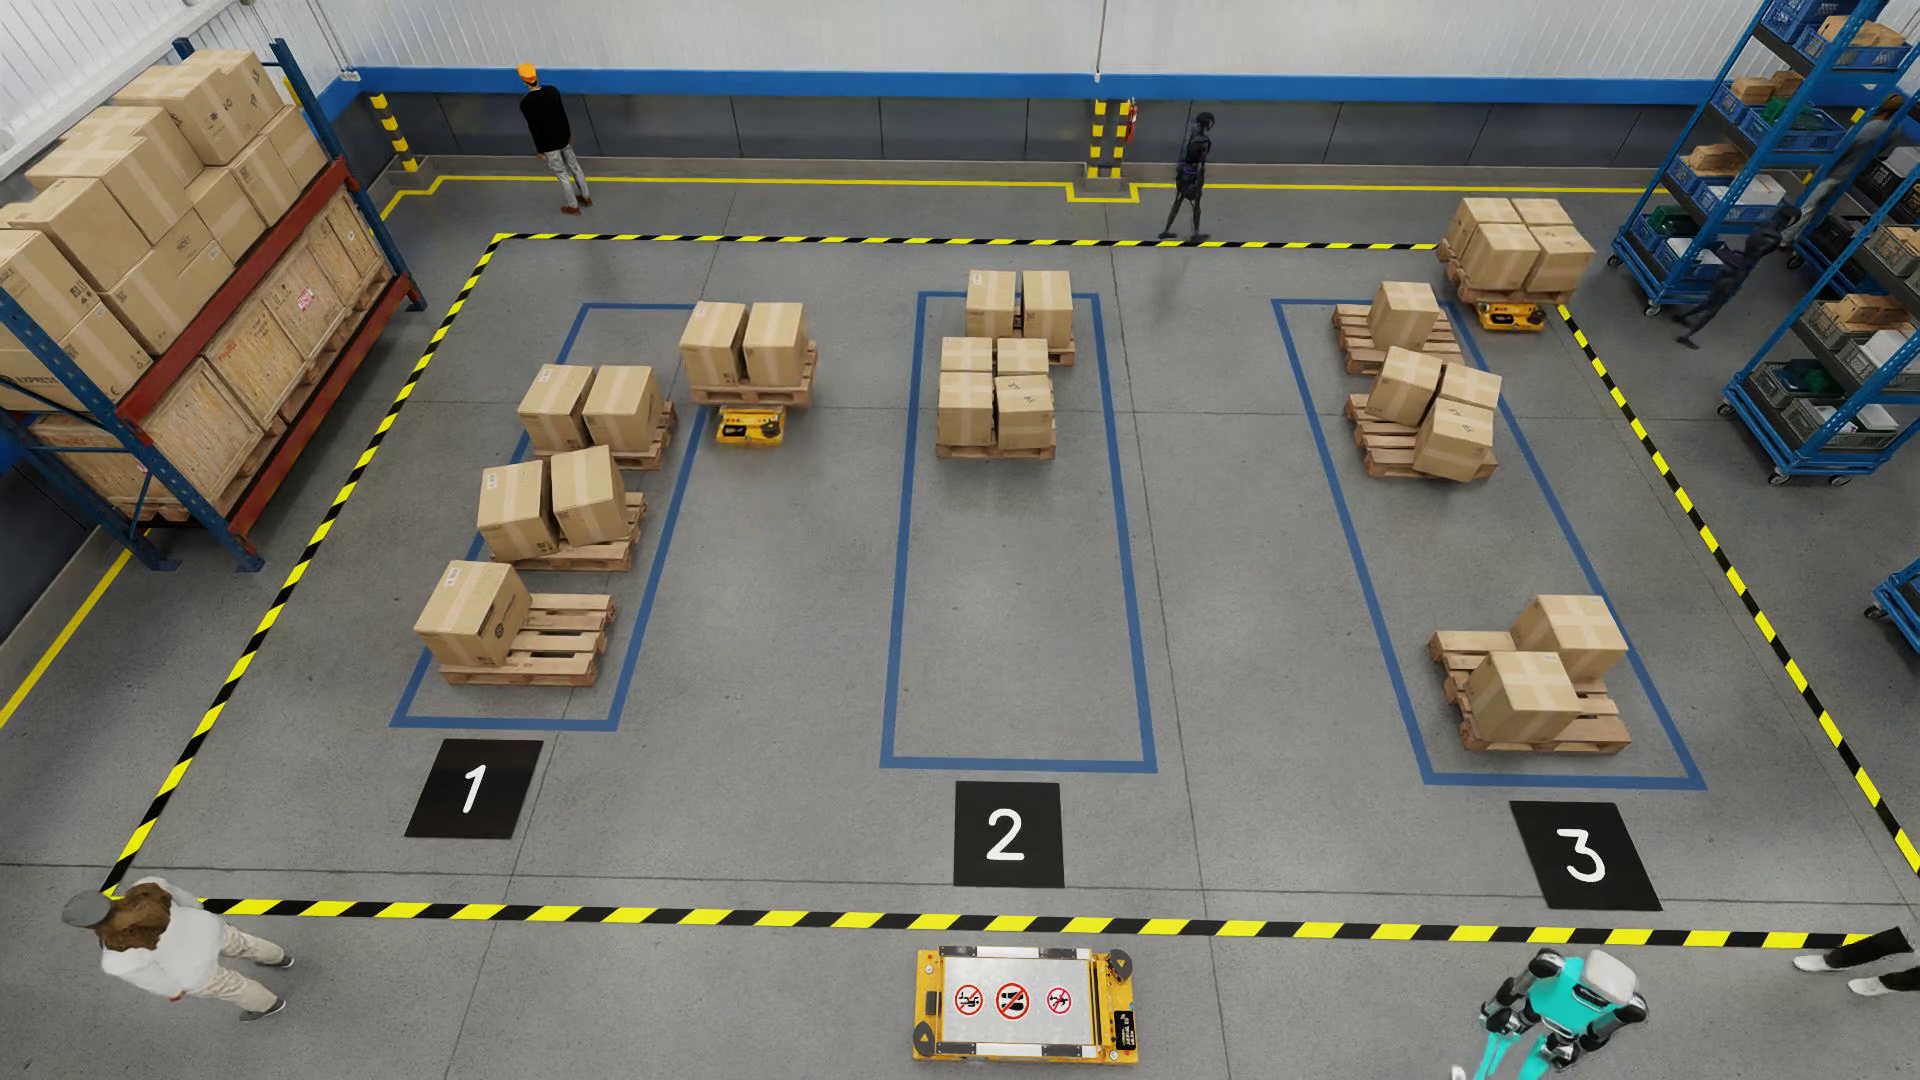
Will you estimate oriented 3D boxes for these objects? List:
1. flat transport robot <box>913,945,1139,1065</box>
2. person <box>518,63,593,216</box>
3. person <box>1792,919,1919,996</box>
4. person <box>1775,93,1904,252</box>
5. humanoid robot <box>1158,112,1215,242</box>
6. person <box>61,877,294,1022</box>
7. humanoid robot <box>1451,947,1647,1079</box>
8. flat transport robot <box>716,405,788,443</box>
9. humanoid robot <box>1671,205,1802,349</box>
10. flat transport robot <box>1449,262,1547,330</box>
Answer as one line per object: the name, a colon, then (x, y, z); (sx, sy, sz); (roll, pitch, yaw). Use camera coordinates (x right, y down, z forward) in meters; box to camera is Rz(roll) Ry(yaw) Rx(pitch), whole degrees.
flat transport robot: (0.422, 3.041, 6.007); (1.431, 0.231, 0.659); (1, 51, 1)
person: (-5.120, -5.013, 11.535); (0.394, 1.879, 0.585); (23, 55, 18)
person: (5.950, 2.442, 5.487); (0.728, 1.826, 0.603); (-5, 51, -4)
person: (10.502, -4.359, 10.972); (0.620, 1.932, 0.371); (-3, 51, -3)
humanoid robot: (2.871, -4.429, 11.197); (0.627, 1.639, 0.589); (-8, 51, -6)
person: (-4.632, 2.463, 5.509); (0.395, 1.767, 0.574); (-9, 51, -7)
humanoid robot: (3.167, 2.933, 5.166); (0.535, 1.793, 0.809); (25, 55, 19)
flat transport robot: (-2.148, -1.604, 9.776); (0.652, 0.197, 1.431); (1, 51, 1)
humanoid robot: (8.381, -2.897, 9.942); (0.397, 1.635, 0.609); (27, 56, 20)
flat transport robot: (6.393, -3.032, 10.940); (0.652, 0.197, 1.431); (1, 51, 1)
